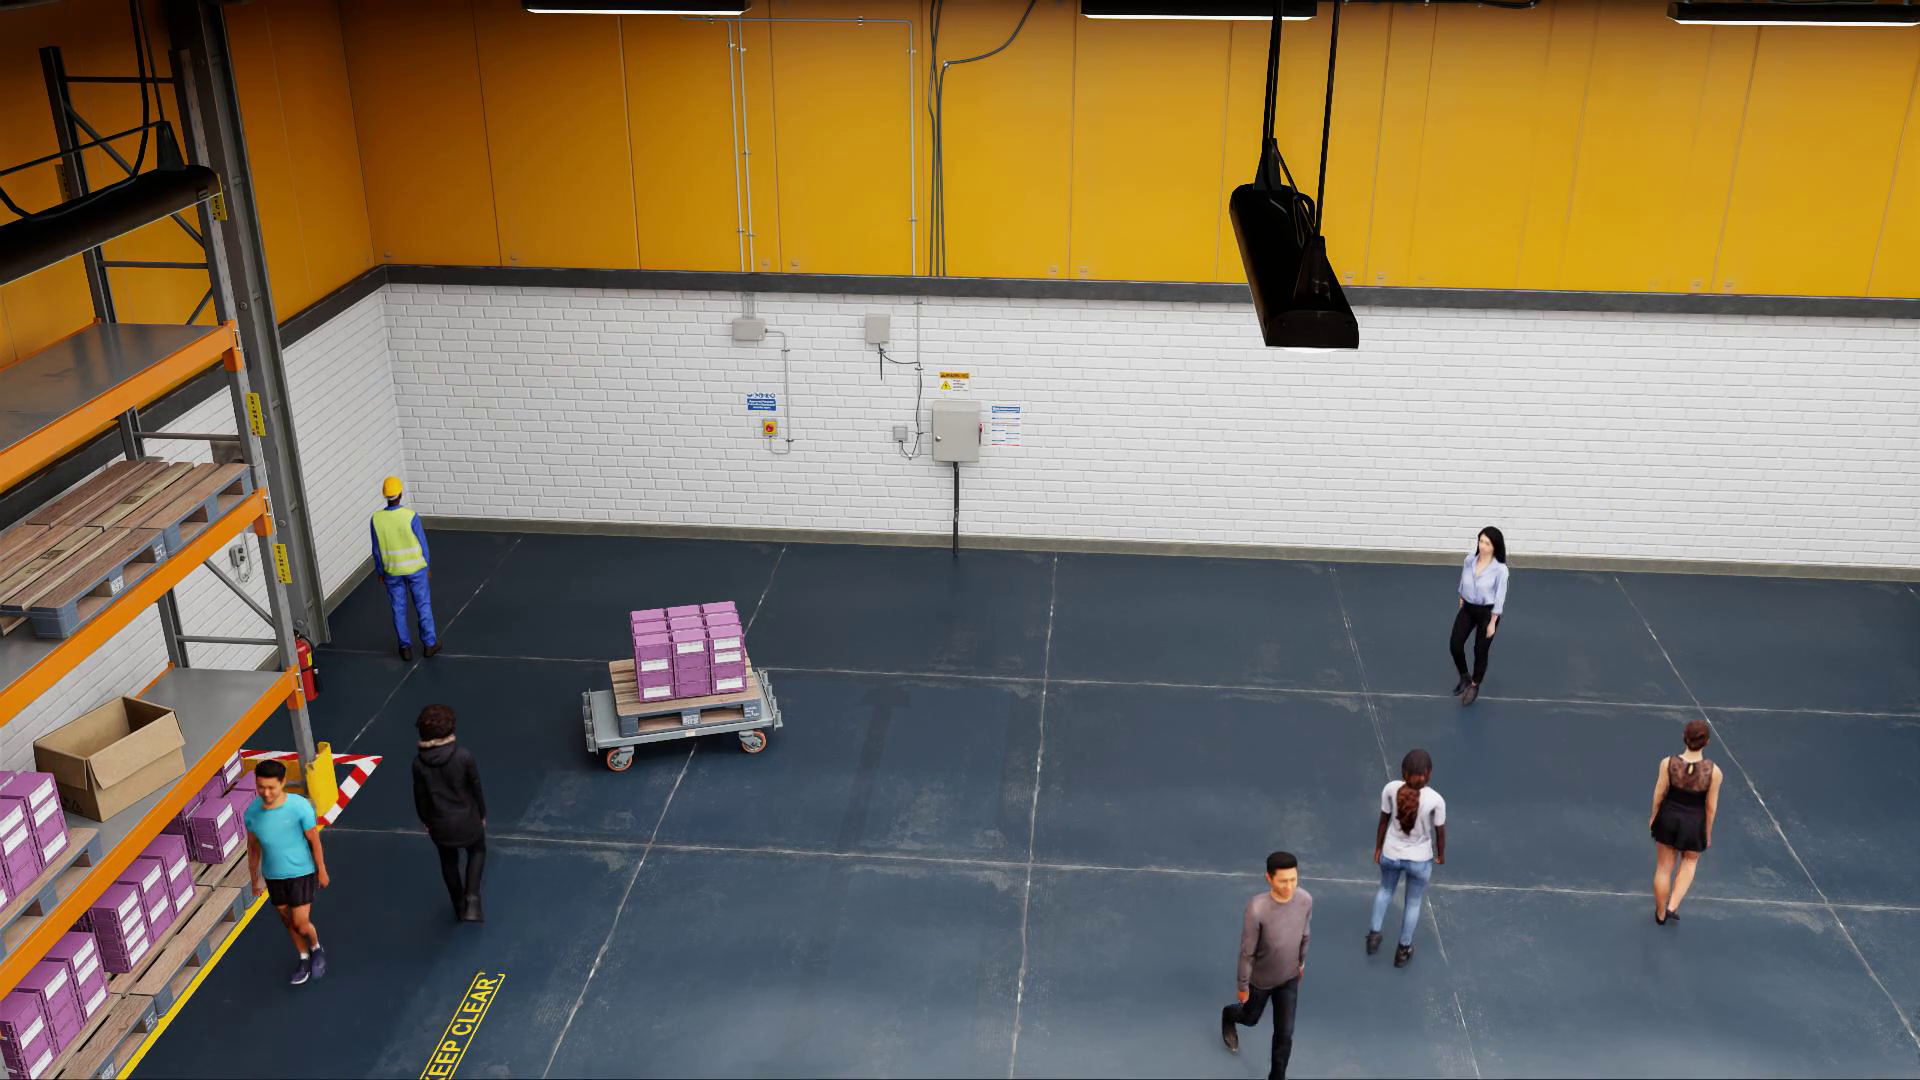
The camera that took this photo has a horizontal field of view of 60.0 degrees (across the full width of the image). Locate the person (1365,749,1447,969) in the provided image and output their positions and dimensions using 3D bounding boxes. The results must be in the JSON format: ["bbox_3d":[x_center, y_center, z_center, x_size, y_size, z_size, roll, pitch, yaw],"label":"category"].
[{"bbox_3d":[3.067,2.206,11.411,0.710,1.718,0.745,13,27,27],"label":"person"}]

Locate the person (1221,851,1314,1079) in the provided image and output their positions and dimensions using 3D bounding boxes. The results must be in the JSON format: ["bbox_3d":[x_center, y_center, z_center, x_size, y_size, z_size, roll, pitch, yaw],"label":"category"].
[{"bbox_3d":[1.902,2.648,10.371,1.187,1.741,0.938,1,24,3],"label":"person"}]

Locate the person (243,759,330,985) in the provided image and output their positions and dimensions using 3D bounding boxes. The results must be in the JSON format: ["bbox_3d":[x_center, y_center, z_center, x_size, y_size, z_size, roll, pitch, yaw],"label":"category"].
[{"bbox_3d":[-4.528,2.217,11.328,0.650,1.765,0.605,2,24,4],"label":"person"}]

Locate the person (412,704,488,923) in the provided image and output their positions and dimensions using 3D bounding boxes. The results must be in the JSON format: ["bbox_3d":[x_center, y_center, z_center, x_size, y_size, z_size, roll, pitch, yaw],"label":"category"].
[{"bbox_3d":[-3.595,2.005,11.810,0.742,1.766,0.863,-4,24,-9],"label":"person"}]

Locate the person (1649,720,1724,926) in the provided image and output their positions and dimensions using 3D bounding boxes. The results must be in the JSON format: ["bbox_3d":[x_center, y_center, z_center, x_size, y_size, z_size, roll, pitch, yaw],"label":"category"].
[{"bbox_3d":[5.114,2.057,11.814,0.677,1.669,0.712,12,26,25],"label":"person"}]

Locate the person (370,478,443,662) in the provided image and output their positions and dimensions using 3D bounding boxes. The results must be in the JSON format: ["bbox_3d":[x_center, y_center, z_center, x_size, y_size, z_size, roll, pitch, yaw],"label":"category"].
[{"bbox_3d":[-5.260,0.271,15.723,0.726,1.810,0.682,-4,24,-10],"label":"person"}]

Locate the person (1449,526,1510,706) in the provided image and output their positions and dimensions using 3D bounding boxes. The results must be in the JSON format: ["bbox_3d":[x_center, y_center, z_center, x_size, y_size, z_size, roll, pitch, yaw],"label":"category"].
[{"bbox_3d":[4.708,0.670,14.906,0.804,1.732,0.760,-22,32,-40],"label":"person"}]
